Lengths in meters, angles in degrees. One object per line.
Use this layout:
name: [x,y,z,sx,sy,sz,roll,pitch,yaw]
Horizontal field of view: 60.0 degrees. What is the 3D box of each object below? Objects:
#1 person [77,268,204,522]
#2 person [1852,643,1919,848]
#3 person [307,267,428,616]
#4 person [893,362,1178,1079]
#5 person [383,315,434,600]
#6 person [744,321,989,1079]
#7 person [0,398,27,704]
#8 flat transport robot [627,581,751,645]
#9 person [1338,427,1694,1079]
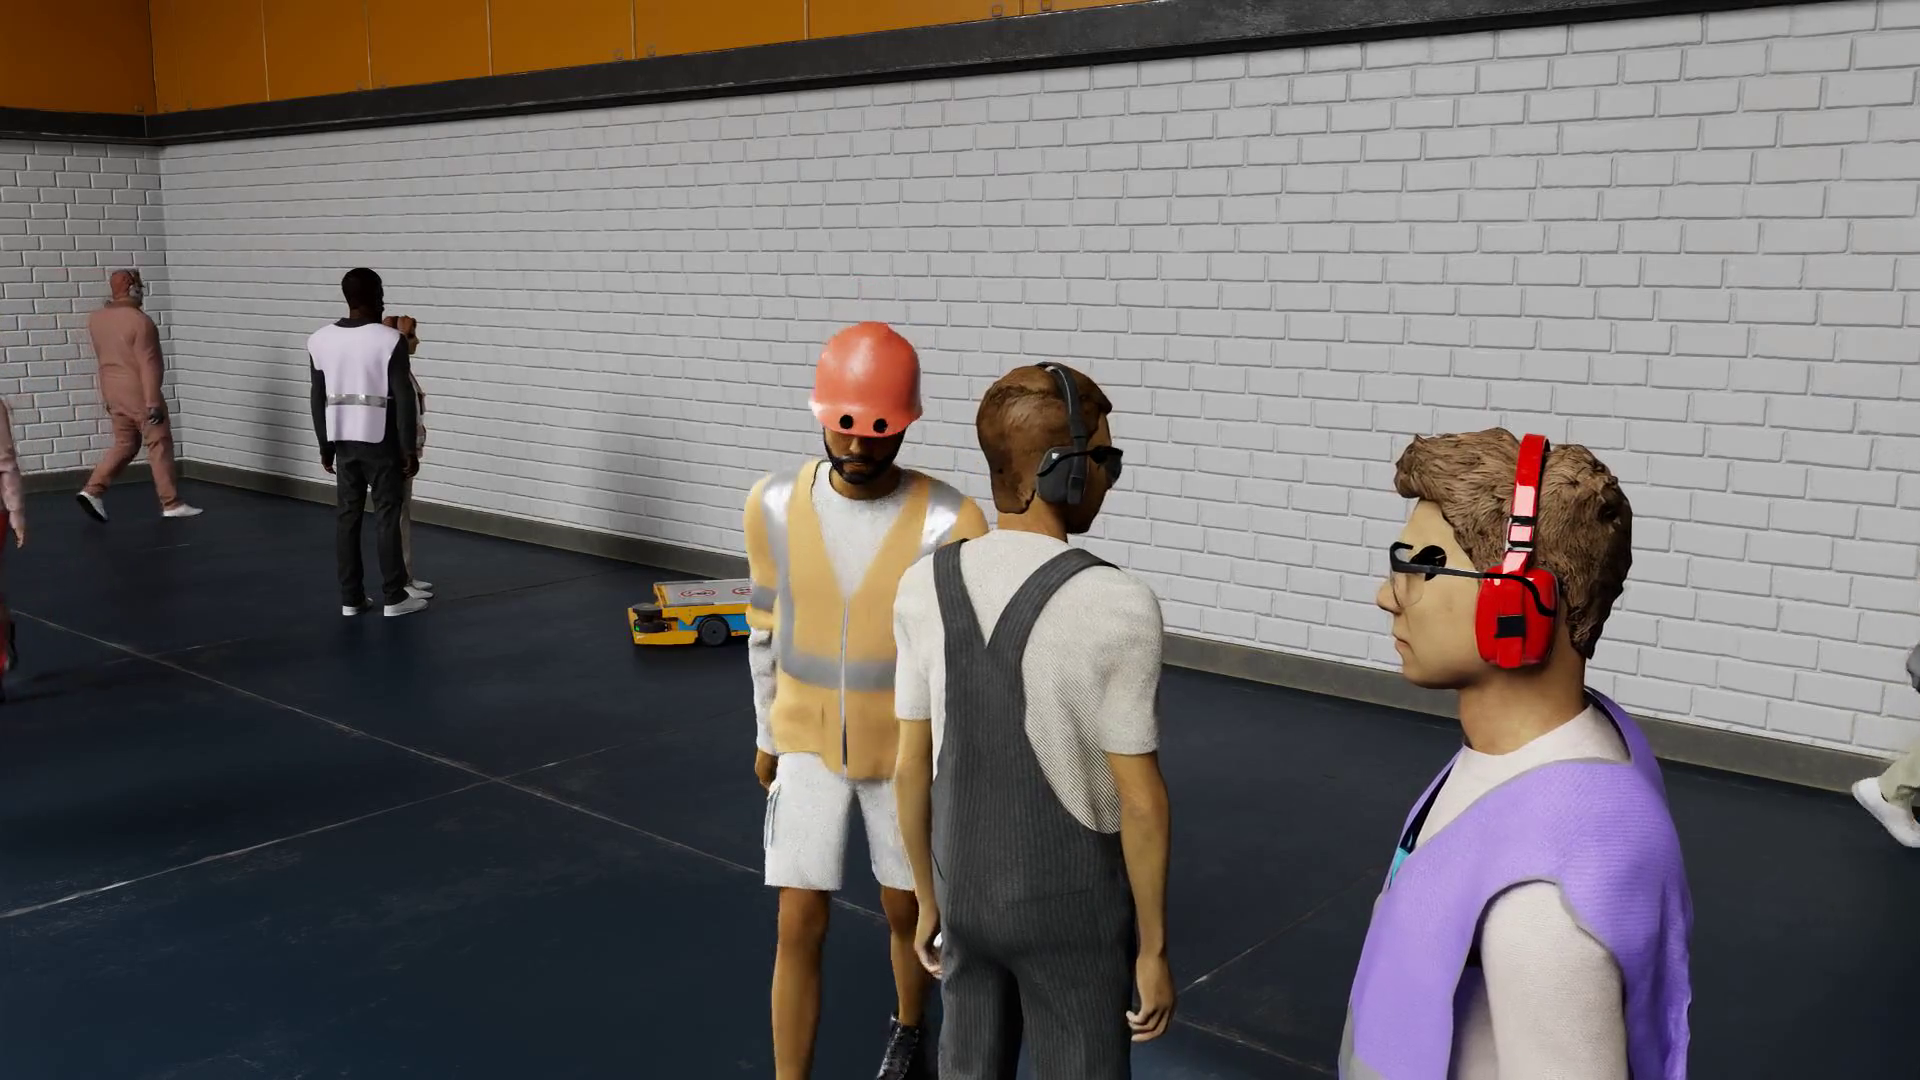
person: [-6.107,-1.062,12.279,0.663,1.885,0.805,6,11,30]
person: [3.106,0.230,5.124,0.566,1.823,0.798,-3,10,-18]
person: [-3.266,-0.528,9.141,0.591,1.915,0.383,2,10,11]
person: [0.125,0.632,2.755,0.505,1.841,0.347,7,12,35]
person: [-3.244,-0.480,9.653,0.315,1.641,0.515,-3,10,-15]
person: [-0.222,0.476,3.577,0.581,1.873,0.897,2,10,10]
person: [-4.383,-0.131,7.365,0.550,1.744,0.597,0,10,3]
flat transport robot: [-1.016,0.355,8.798,1.431,0.197,0.652,-2,10,-14]
person: [0.574,0.804,1.751,0.389,1.847,0.563,3,10,17]
